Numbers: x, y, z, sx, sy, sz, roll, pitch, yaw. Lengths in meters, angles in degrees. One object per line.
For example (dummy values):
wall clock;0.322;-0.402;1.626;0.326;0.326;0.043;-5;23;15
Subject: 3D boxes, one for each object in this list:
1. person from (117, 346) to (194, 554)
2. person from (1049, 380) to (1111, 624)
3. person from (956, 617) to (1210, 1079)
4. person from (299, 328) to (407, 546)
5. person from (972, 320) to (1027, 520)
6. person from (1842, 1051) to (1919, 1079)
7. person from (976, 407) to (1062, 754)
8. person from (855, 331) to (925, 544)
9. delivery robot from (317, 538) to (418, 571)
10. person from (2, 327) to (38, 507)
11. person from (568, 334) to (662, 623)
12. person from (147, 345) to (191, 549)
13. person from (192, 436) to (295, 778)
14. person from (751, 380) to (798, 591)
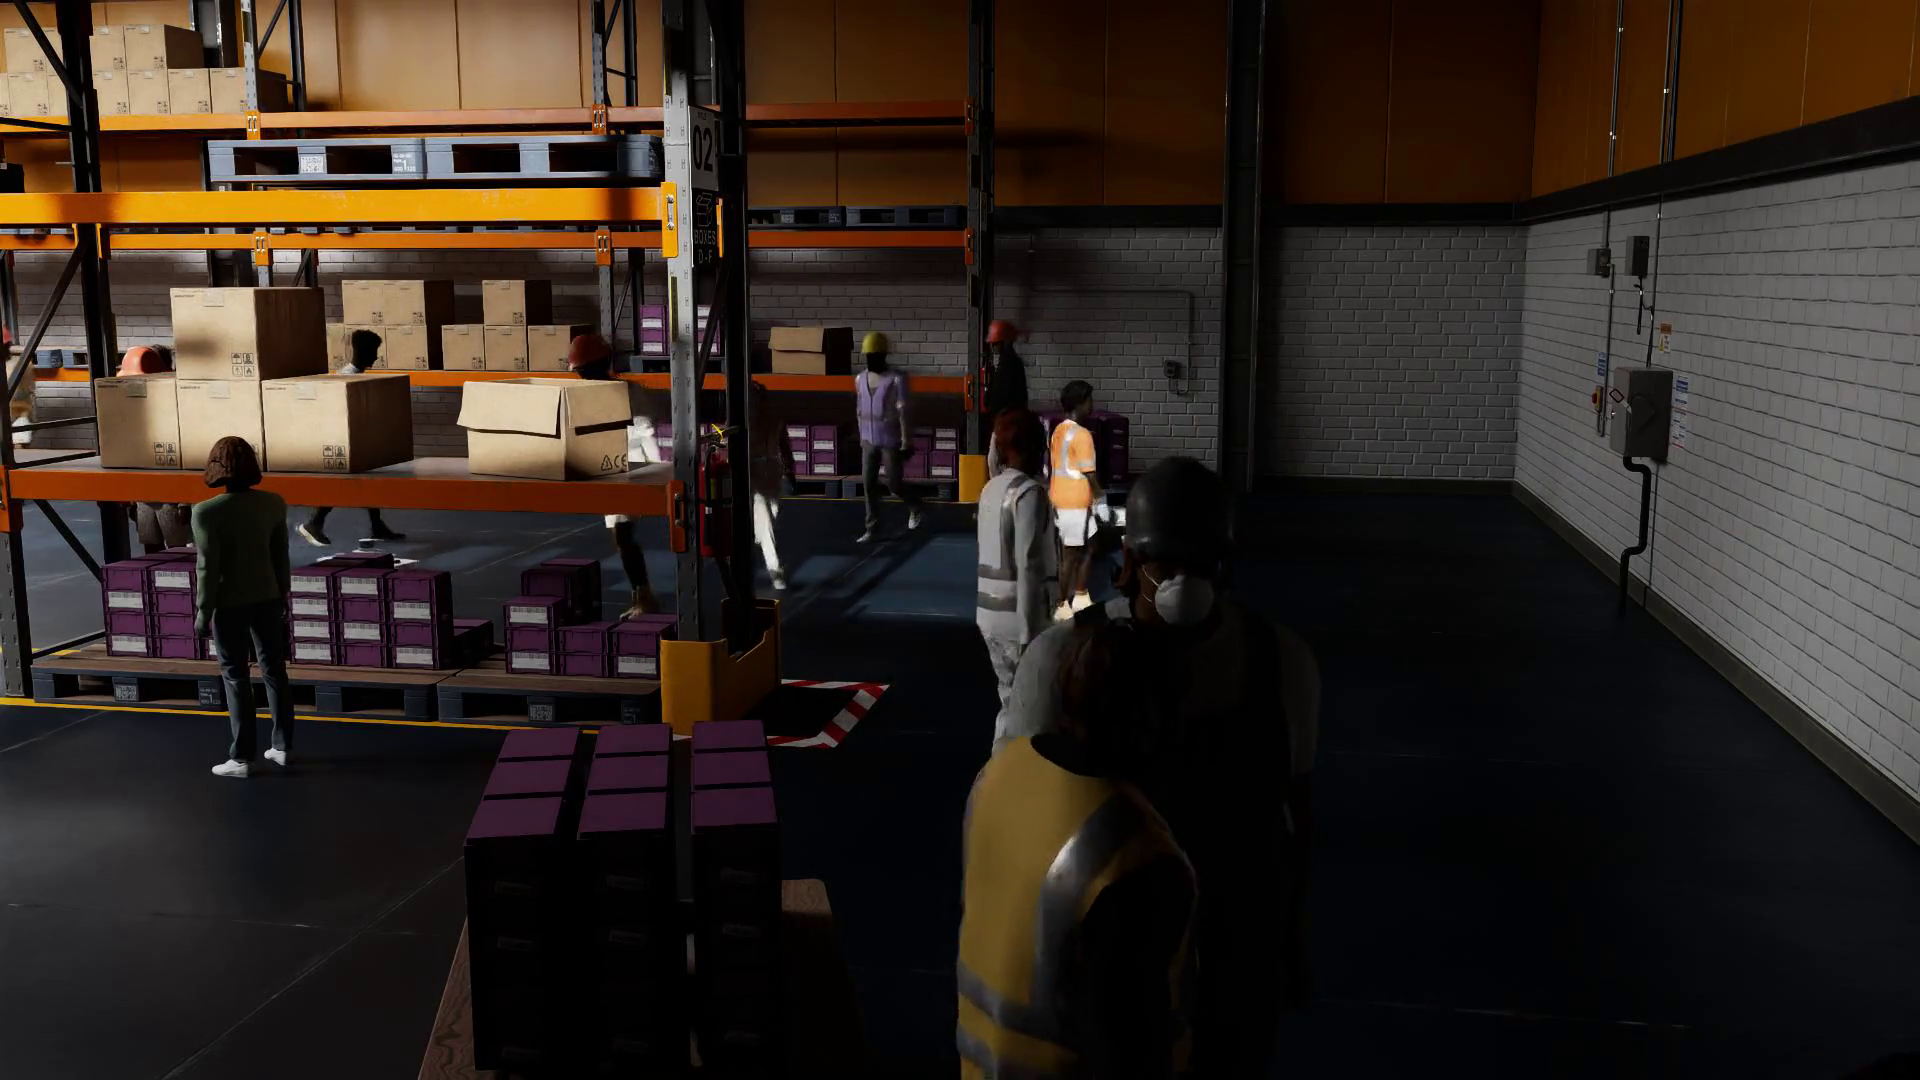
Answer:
person;-5.208;-0.286;10.789;0.549;1.932;0.373;4;10;25
person;0.864;-0.249;11.369;0.546;1.678;0.540;-1;9;-8
person;0.121;1.035;3.010;0.861;1.813;0.627;-5;10;-28
person;-5.400;-0.898;14.668;0.753;1.948;0.689;-2;9;-15
person;0.532;-1.135;15.968;0.741;1.964;0.621;-1;9;-8
person;0.697;1.280;1.299;1.029;1.857;0.607;7;12;38
person;0.247;0.372;6.990;0.365;1.849;0.644;-4;10;-22
person;-0.626;-0.931;14.924;0.596;1.901;0.763;6;11;33
delivery robot;-4.107;0.233;11.542;0.707;0.478;0.477;5;10;26
person;-9.913;-1.304;17.330;0.554;1.878;1.055;-4;10;-24
person;-2.350;-0.400;11.331;0.676;1.989;0.574;5;11;31
person;-6.506;-0.675;13.549;0.492;1.818;0.651;2;9;14
person;-3.432;0.318;7.972;0.269;1.632;0.509;5;11;30
person;-1.569;-0.439;12.780;0.561;1.605;0.761;-7;11;-37
